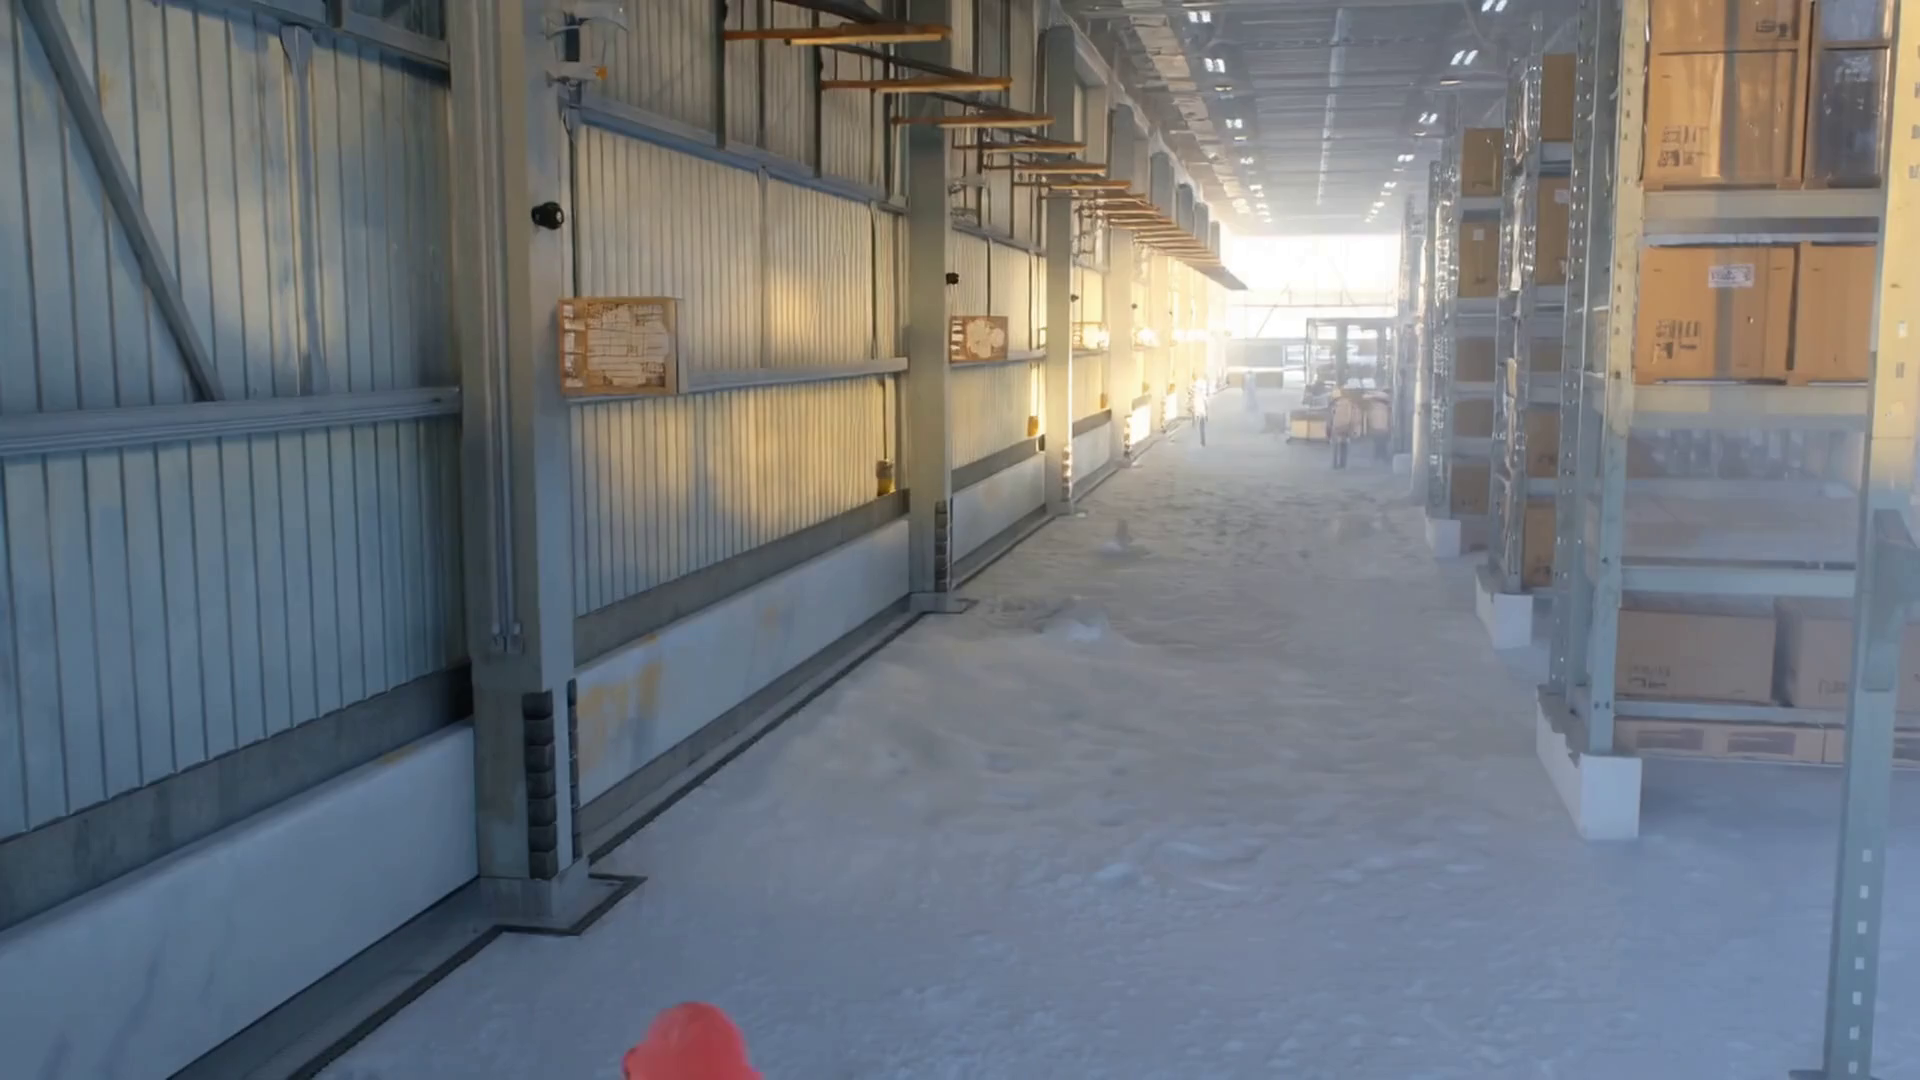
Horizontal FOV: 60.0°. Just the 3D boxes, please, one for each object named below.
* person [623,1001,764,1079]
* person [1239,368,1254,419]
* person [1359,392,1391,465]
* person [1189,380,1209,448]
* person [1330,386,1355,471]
[{"bbox_3d":[-0.658,1.807,3.576,0.893,1.715,0.562,5,8,32],"label":"person"},{"bbox_3d":[10.267,-5.220,59.335,0.422,1.841,0.579,-4,8,-31],"label":"person"},{"bbox_3d":[9.675,-2.567,38.552,0.761,1.725,0.546,-2,7,-13],"label":"person"},{"bbox_3d":[6.403,-3.357,44.433,0.431,1.836,0.649,-5,9,-34],"label":"person"},{"bbox_3d":[8.602,-2.502,37.371,0.562,1.892,0.987,1,7,7],"label":"person"}]
